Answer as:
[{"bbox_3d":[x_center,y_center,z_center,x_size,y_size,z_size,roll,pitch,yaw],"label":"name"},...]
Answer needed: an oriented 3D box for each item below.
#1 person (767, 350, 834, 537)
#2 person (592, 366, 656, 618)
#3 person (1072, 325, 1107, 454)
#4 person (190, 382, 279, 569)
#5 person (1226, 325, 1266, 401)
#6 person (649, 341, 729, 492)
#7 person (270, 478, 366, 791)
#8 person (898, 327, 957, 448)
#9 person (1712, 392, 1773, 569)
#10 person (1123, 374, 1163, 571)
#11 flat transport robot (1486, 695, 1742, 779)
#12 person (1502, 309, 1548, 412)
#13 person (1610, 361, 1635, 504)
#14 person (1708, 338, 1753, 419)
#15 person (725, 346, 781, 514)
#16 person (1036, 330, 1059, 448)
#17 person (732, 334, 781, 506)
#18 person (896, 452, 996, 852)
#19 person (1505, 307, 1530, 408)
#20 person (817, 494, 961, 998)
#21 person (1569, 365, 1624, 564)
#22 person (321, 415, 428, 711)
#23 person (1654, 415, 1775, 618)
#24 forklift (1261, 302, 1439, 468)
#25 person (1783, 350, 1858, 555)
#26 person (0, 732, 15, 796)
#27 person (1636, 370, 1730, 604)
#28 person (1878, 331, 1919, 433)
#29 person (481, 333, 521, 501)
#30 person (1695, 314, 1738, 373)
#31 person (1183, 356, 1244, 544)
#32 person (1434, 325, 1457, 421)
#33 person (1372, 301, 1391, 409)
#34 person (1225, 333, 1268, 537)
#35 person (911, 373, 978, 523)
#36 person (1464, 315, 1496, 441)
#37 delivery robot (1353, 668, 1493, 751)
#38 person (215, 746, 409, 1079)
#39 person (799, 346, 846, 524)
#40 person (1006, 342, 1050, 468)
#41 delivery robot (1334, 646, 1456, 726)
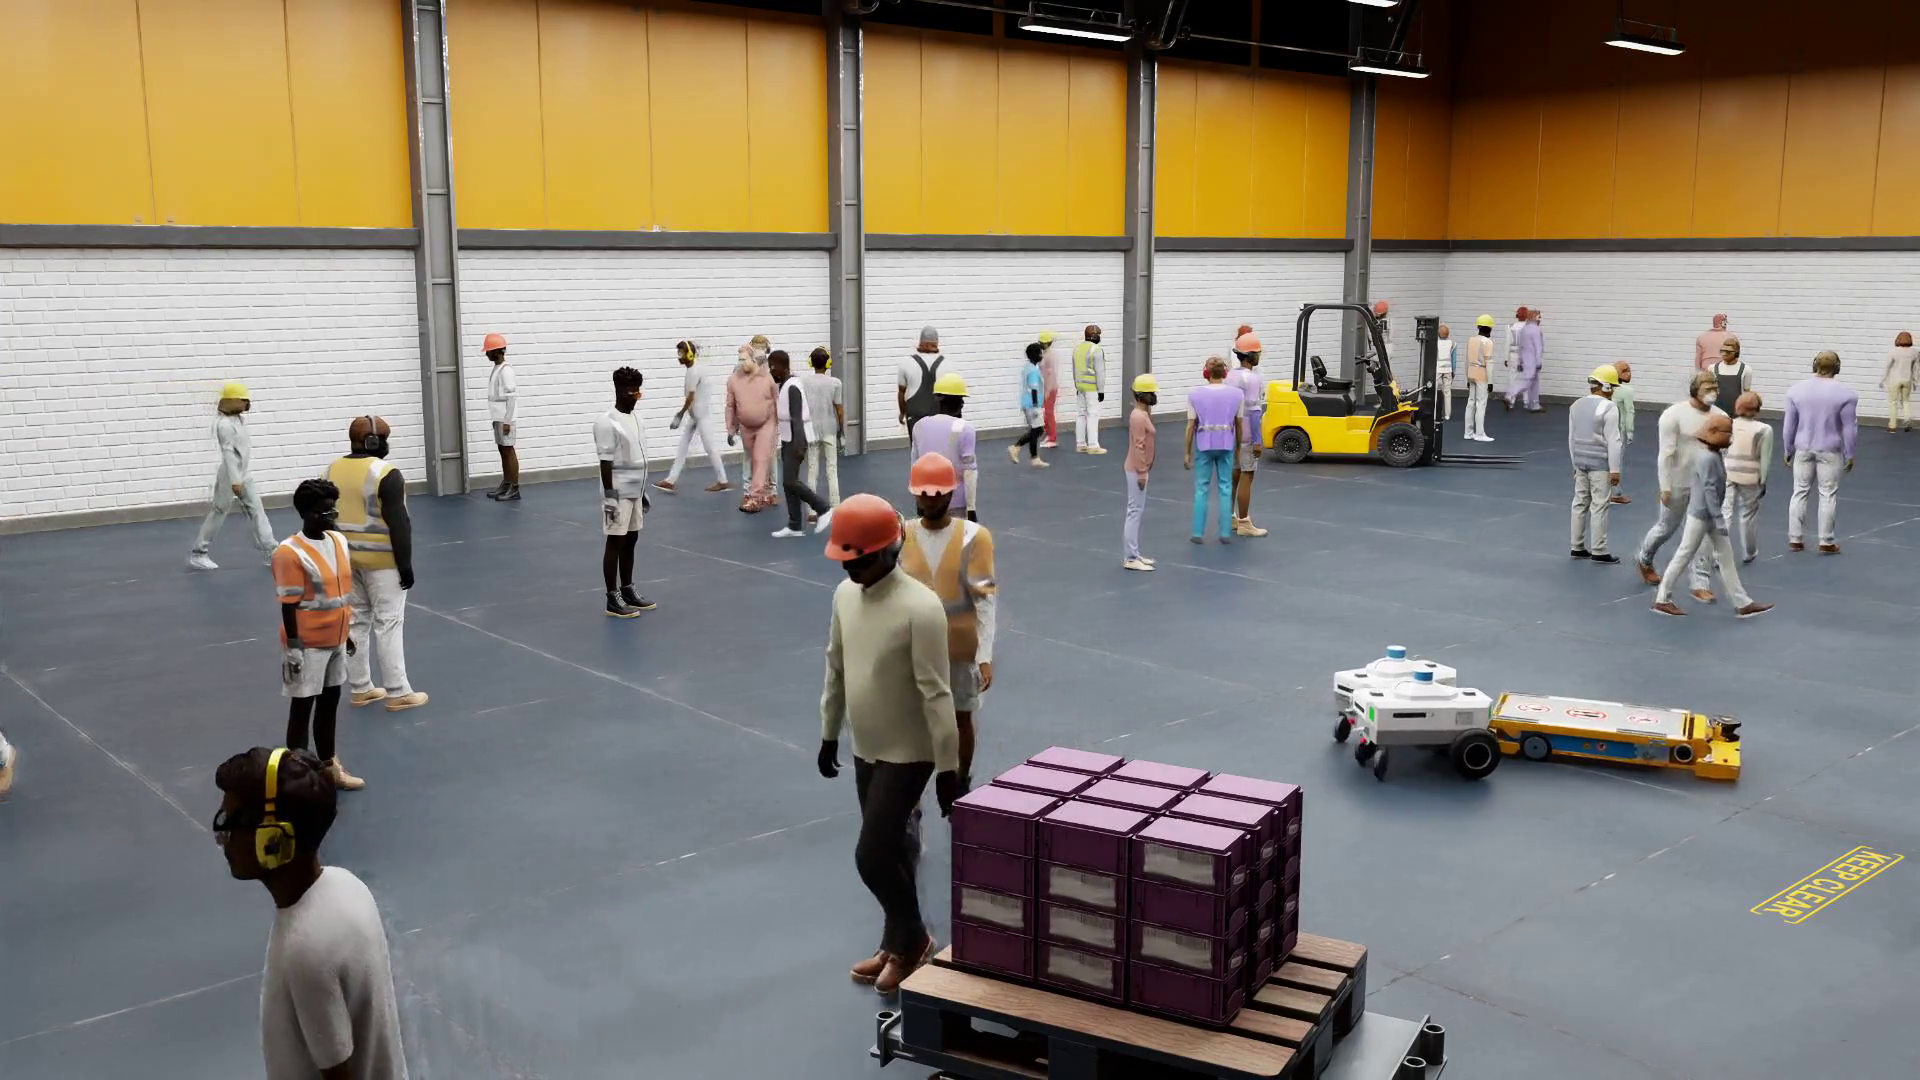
[{"bbox_3d":[-1.626,-0.962,16.691,0.586,1.878,0.651,-2,10,-13],"label":"person"},{"bbox_3d":[-2.624,-0.381,13.057,0.379,1.958,0.600,3,10,16],"label":"person"},{"bbox_3d":[1.869,-2.148,23.749,0.429,1.839,0.633,-6,11,-31],"label":"person"},{"bbox_3d":[-6.541,-0.577,14.980,0.920,1.696,0.504,0,10,-3],"label":"person"},{"bbox_3d":[4.024,-2.130,23.619,0.895,1.851,0.583,-8,13,-41],"label":"person"},{"bbox_3d":[-3.203,-1.443,19.724,0.982,1.803,0.493,-4,10,-22],"label":"person"},{"bbox_3d":[-3.307,0.518,8.578,0.325,1.689,0.536,2,10,14],"label":"person"},{"bbox_3d":[-0.395,-1.552,19.673,0.682,2.000,1.023,-1,10,-5],"label":"person"},{"bbox_3d":[7.057,-0.543,15.065,0.528,1.588,0.864,7,12,37],"label":"person"},{"bbox_3d":[1.650,-0.608,14.987,0.356,1.756,0.542,1,10,7],"label":"person"},{"bbox_3d":[3.629,1.084,9.410,1.431,0.197,0.652,4,11,25],"label":"flat transport robot"},{"bbox_3d":[10.212,-3.218,29.947,0.800,1.865,0.663,0,10,0],"label":"person"},{"bbox_3d":[7.468,-1.227,18.963,0.268,1.631,0.507,-5,11,-25],"label":"person"},{"bbox_3d":[9.142,-1.483,19.848,0.517,1.841,0.324,6,12,33],"label":"person"},{"bbox_3d":[-2.247,-1.235,18.438,0.708,1.846,0.991,3,10,16],"label":"person"},{"bbox_3d":[1.266,-2.205,24.338,0.397,1.740,0.556,-2,10,-14],"label":"person"},{"bbox_3d":[-2.254,-1.351,18.792,0.632,1.940,0.372,-1,10,-8],"label":"person"},{"bbox_3d":[-0.104,0.522,7.969,0.564,1.881,1.009,2,10,10],"label":"person"},{"bbox_3d":[10.382,-3.376,30.816,0.573,1.882,0.356,2,10,9],"label":"person"},{"bbox_3d":[-0.270,0.786,6.228,0.536,1.951,0.738,-7,12,-37],"label":"person"},{"bbox_3d":[5.855,-0.693,15.282,0.403,1.822,0.589,-4,10,-21],"label":"person"},{"bbox_3d":[-3.634,0.145,10.338,0.619,1.839,0.430,5,11,26],"label":"person"},{"bbox_3d":[5.841,-0.162,12.855,0.858,1.590,0.506,7,12,37],"label":"person"},{"bbox_3d":[5.320,-2.157,22.763,2.313,2.155,1.214,3,10,16],"label":"forklift"},{"bbox_3d":[8.119,-0.826,15.725,0.635,1.936,0.355,9,13,42],"label":"person"},{"bbox_3d":[-5.076,0.520,8.214,0.629,1.821,0.818,0,10,-2],"label":"person"},{"bbox_3d":[5.993,-0.474,13.780,0.628,1.908,0.916,-1,10,-6],"label":"person"},{"bbox_3d":[14.965,-2.510,26.493,0.522,1.625,0.335,1,10,4],"label":"person"},{"bbox_3d":[-5.295,-1.411,19.174,0.374,1.930,0.542,-6,11,-29],"label":"person"},{"bbox_3d":[12.027,-2.638,26.439,0.638,1.904,0.402,9,13,41],"label":"person"},{"bbox_3d":[2.475,-0.865,16.220,0.569,1.847,0.392,0,10,-1],"label":"person"},{"bbox_3d":[8.248,-2.861,28.513,0.523,1.637,0.306,-1,10,-6],"label":"person"},{"bbox_3d":[7.782,-3.408,30.713,0.457,1.993,0.796,2,10,14],"label":"person"},{"bbox_3d":[2.873,-1.051,16.721,0.370,2.048,0.608,-3,10,-18],"label":"person"},{"bbox_3d":[-0.105,-0.313,12.757,0.589,1.924,0.383,7,12,37],"label":"person"},{"bbox_3d":[7.940,-2.466,25.353,0.373,1.925,0.595,-3,10,-18],"label":"person"},{"bbox_3d":[2.528,0.944,9.116,0.707,0.478,0.477,0,9,-3],"label":"delivery robot"},{"bbox_3d":[-1.392,1.317,3.526,0.977,1.814,0.539,-2,10,-11],"label":"person"},{"bbox_3d":[-1.461,-1.099,17.516,0.518,1.873,0.328,1,10,5],"label":"person"},{"bbox_3d":[0.916,-1.778,22.009,0.517,1.682,0.548,-1,10,-5],"label":"person"},{"bbox_3d":[2.519,0.857,9.636,0.707,0.478,0.477,-5,11,-26],"label":"delivery robot"}]
